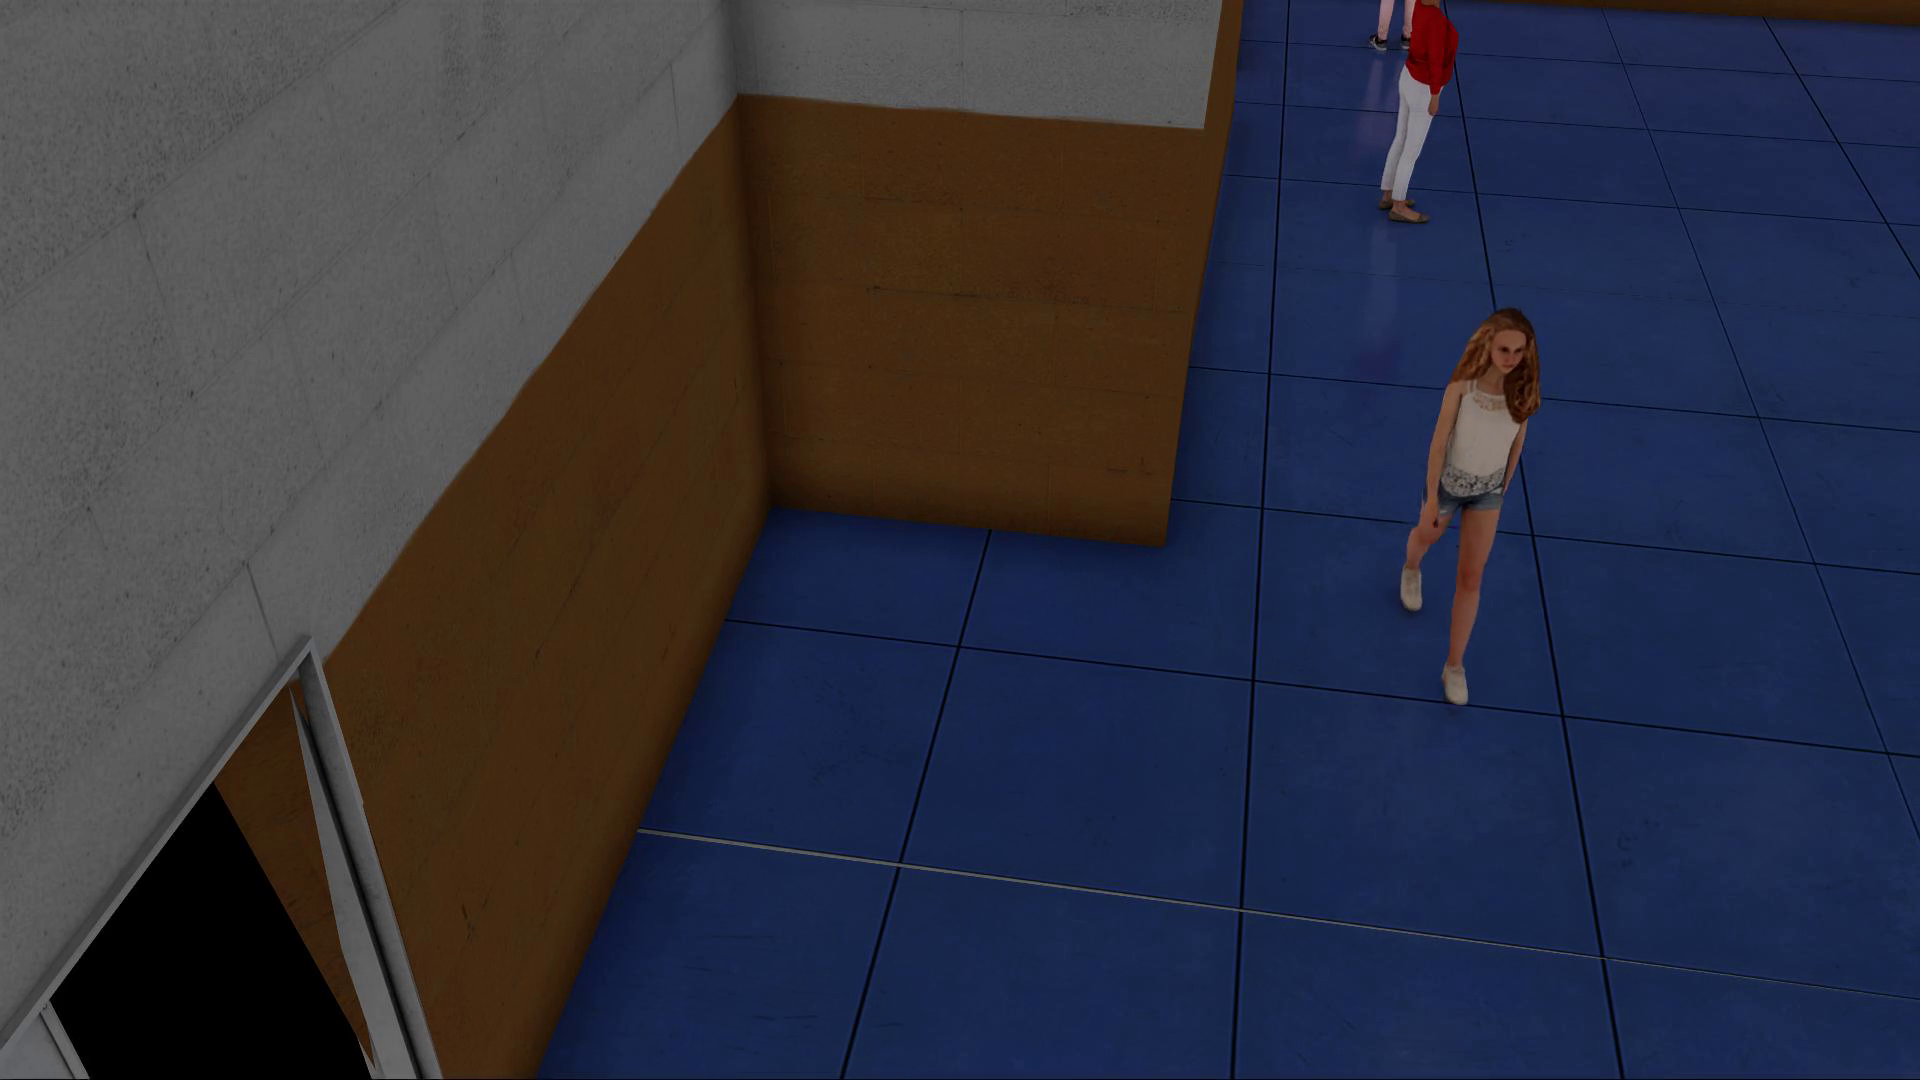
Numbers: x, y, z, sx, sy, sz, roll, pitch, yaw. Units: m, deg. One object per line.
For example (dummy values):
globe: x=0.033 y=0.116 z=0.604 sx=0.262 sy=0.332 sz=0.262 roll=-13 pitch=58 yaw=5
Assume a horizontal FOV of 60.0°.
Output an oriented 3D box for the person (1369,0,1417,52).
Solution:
person: x=3.537 y=-4.675 z=13.175 sx=0.501 sy=1.566 sz=0.621 roll=0 pitch=37 yaw=0

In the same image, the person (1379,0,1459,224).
person: x=2.946 y=-2.878 z=10.675 sx=0.630 sy=1.694 sz=0.619 roll=-4 pitch=37 yaw=-6

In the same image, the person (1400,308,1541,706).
person: x=2.126 y=-0.250 z=7.157 sx=1.133 sy=1.714 sz=0.705 roll=2 pitch=37 yaw=2
